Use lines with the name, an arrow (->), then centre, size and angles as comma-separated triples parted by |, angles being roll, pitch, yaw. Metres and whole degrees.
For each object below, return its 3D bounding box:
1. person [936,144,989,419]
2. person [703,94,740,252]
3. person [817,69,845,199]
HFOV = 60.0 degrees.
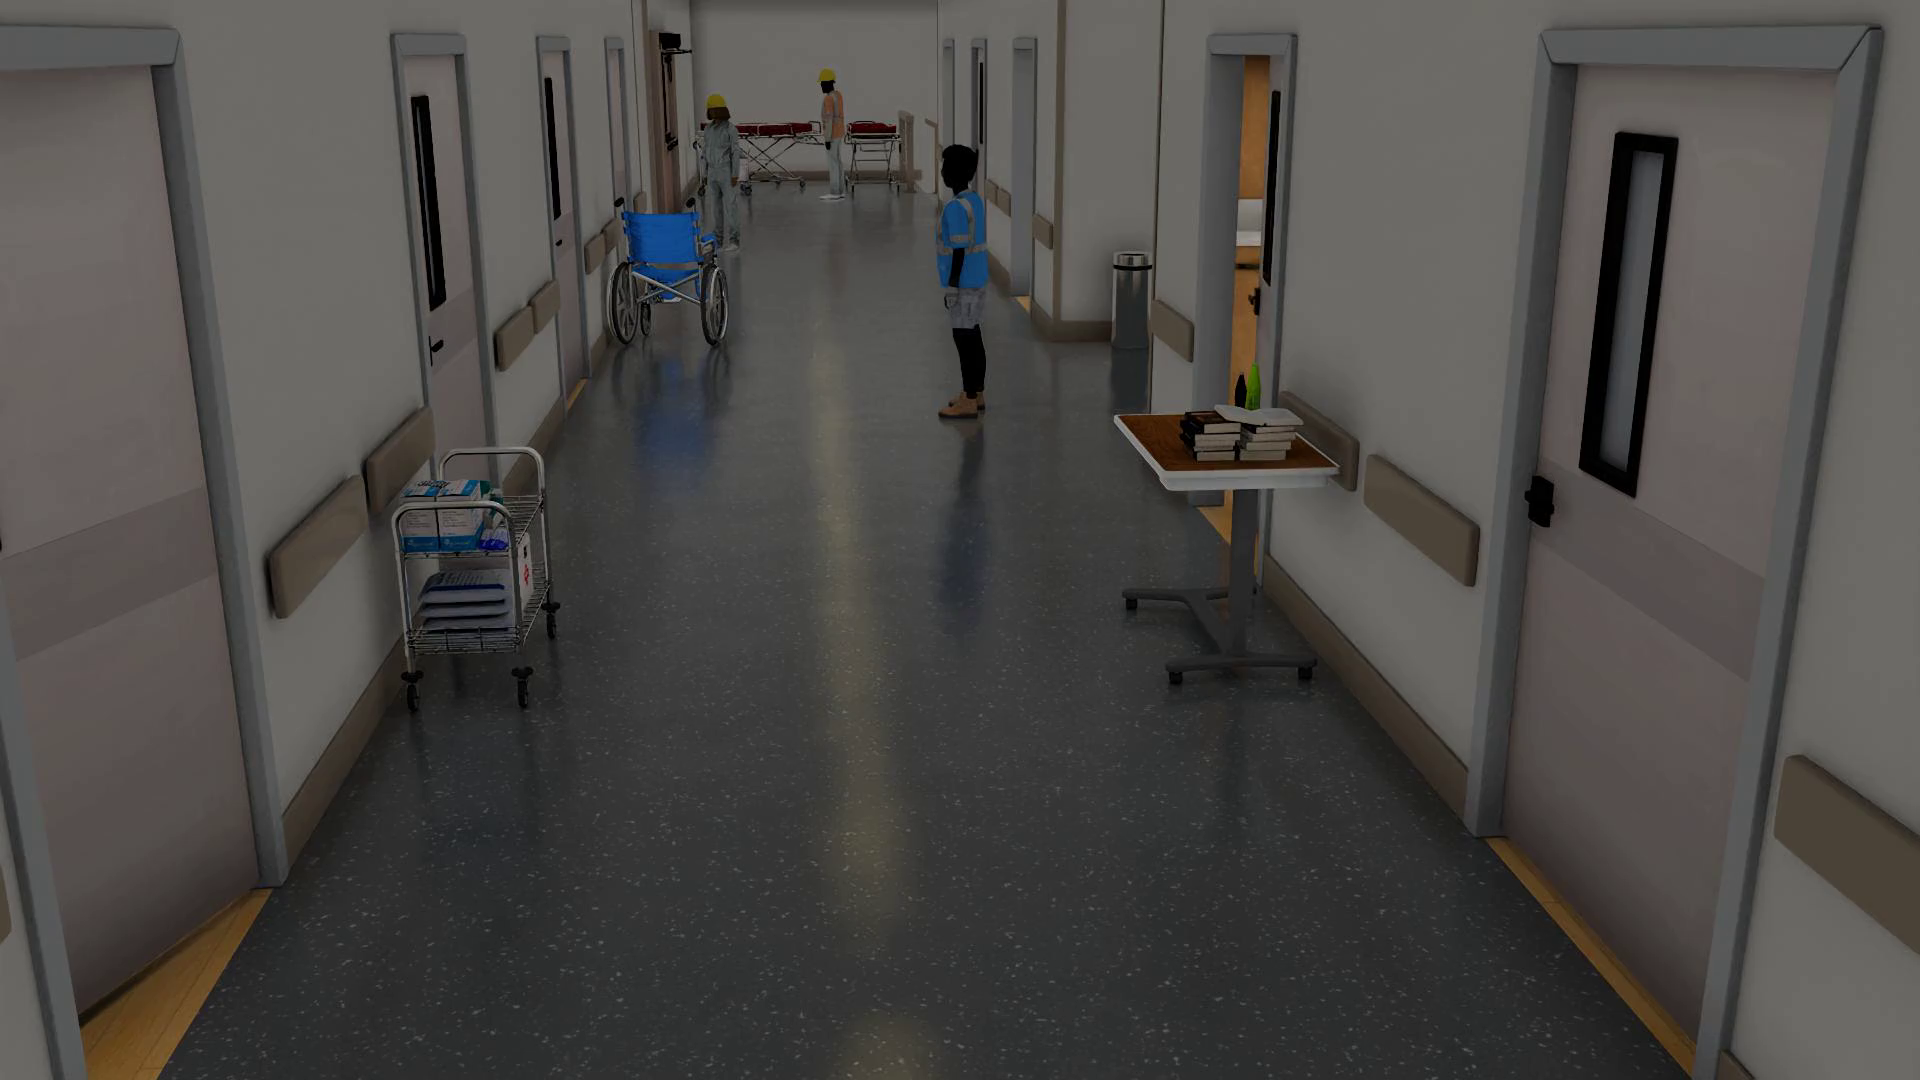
person -> 0.012, -1.610, 10.420 | 0.317, 1.695, 0.540 | 4, 17, 13
person -> -2.706, -4.125, 18.748 | 0.494, 1.743, 0.305 | 11, 20, 32
person -> -1.945, -6.108, 25.079 | 0.393, 1.918, 0.585 | 3, 17, 11
